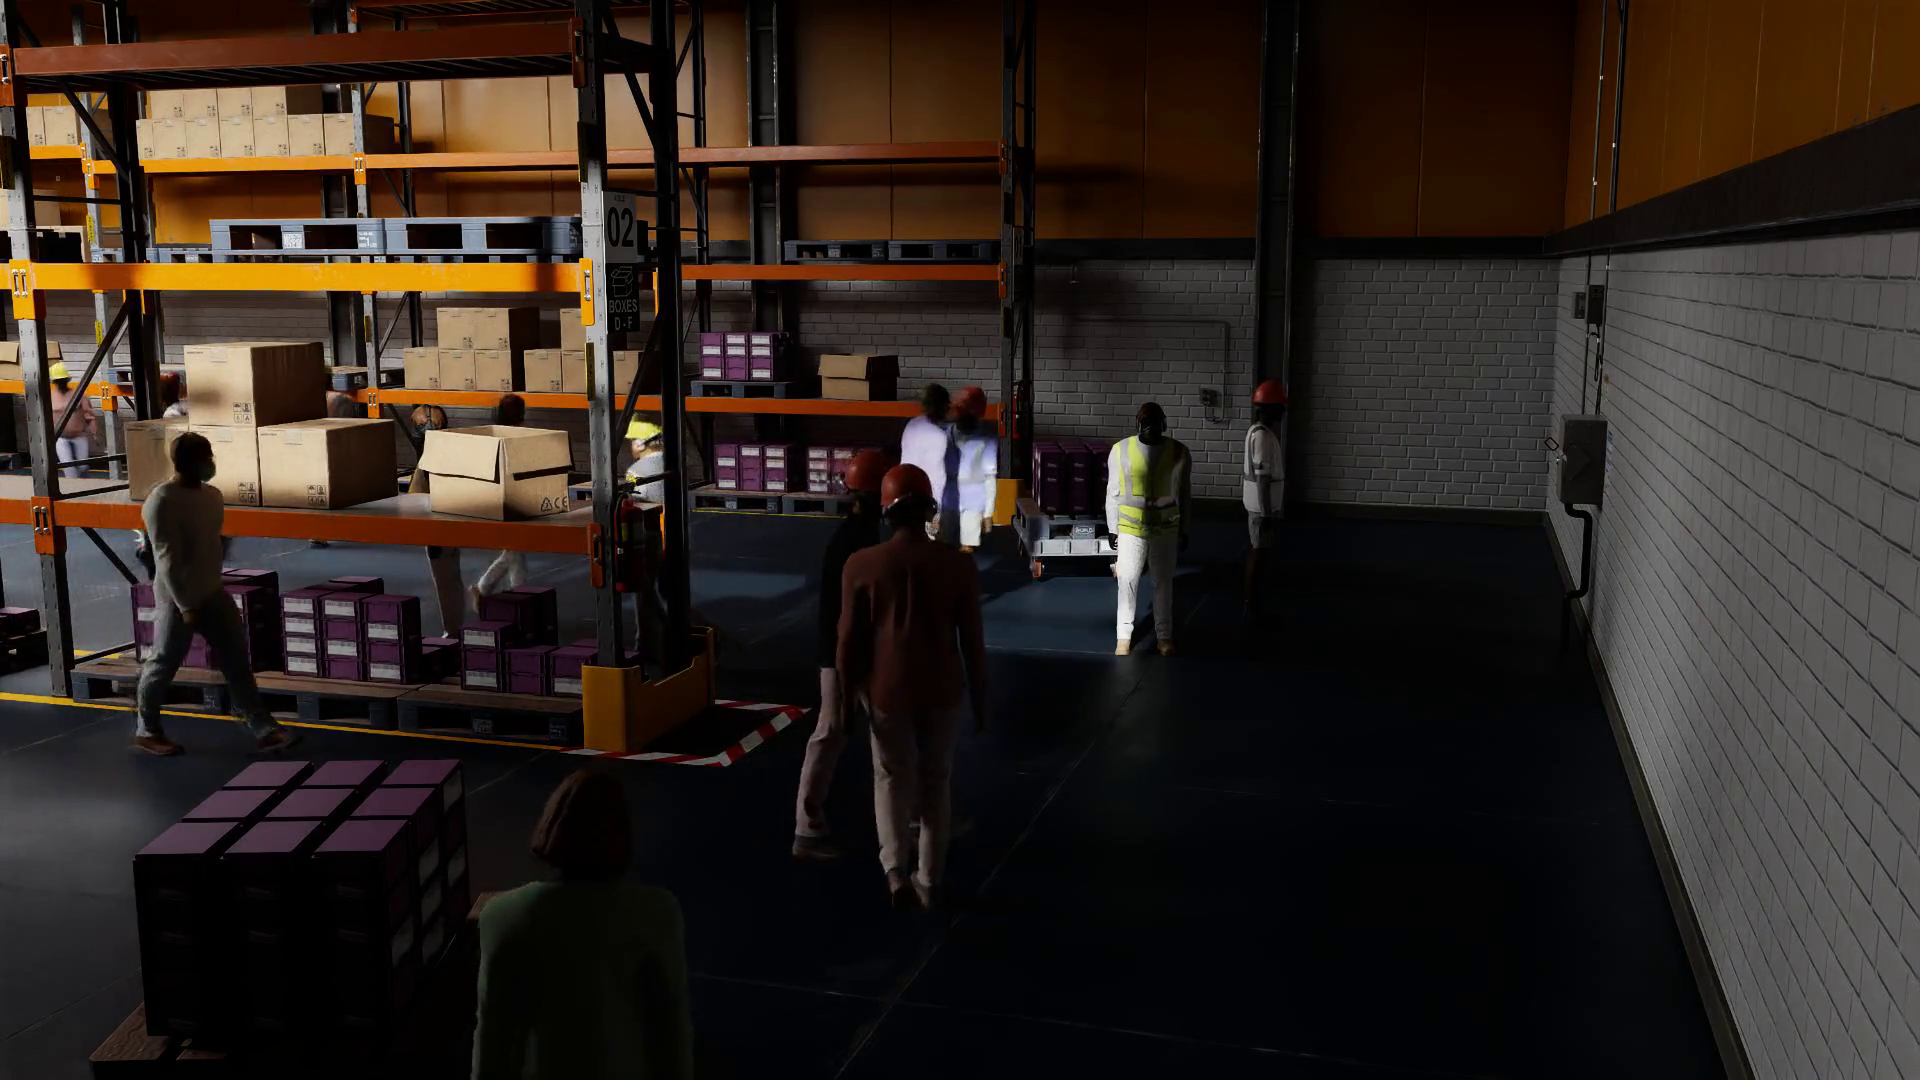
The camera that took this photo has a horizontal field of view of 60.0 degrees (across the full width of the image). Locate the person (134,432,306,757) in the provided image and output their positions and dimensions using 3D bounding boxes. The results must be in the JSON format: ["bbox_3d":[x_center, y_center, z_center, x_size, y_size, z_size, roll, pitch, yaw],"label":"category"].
[{"bbox_3d":[-4.316,0.332,9.448,1.033,1.886,0.639,2,10,15],"label":"person"}]

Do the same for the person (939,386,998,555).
[{"bbox_3d":[0.001,-0.282,13.154,0.625,1.887,0.473,3,10,19],"label":"person"}]

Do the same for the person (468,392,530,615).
[{"bbox_3d":[-3.579,-0.242,13.050,0.902,1.852,0.578,6,11,31],"label":"person"}]

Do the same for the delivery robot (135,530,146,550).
[{"bbox_3d":[-7.513,-0.119,15.932,0.707,0.478,0.477,-6,11,-33],"label":"delivery robot"}]

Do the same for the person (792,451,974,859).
[{"bbox_3d":[-0.392,0.556,7.833,0.805,1.967,0.616,1,9,9],"label":"person"}]

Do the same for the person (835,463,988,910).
[{"bbox_3d":[-0.200,0.660,7.172,0.658,1.969,0.620,-1,9,-6],"label":"person"}]

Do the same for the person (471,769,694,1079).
[{"bbox_3d":[-0.925,1.369,4.013,0.541,1.588,0.804,0,9,1],"label":"person"}]

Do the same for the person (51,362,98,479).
[{"bbox_3d":[-10.231,-1.185,19.132,0.549,1.733,0.619,-5,10,-27],"label":"person"}]

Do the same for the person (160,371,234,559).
[{"bbox_3d":[-7.107,-0.616,15.233,0.635,1.869,0.597,-2,10,-14],"label":"person"}]

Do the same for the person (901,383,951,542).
[{"bbox_3d":[-0.277,-0.252,12.929,0.470,1.917,0.642,-4,10,-24],"label":"person"}]

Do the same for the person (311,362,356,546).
[{"bbox_3d":[-6.450,-0.882,16.942,0.577,1.867,1.030,0,9,1],"label":"person"}]

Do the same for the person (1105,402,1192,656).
[{"bbox_3d":[1.367,-0.075,12.043,0.627,1.844,0.429,0,9,0],"label":"person"}]

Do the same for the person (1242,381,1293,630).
[{"bbox_3d":[2.390,-0.273,12.958,0.362,1.934,0.551,1,9,6],"label":"person"}]

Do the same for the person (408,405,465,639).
[{"bbox_3d":[-3.741,-0.053,11.936,0.429,1.837,0.621,-3,10,-15],"label":"person"}]

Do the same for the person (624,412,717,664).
[{"bbox_3d":[-2.085,0.003,11.684,0.652,1.813,0.595,5,11,30],"label":"person"}]
